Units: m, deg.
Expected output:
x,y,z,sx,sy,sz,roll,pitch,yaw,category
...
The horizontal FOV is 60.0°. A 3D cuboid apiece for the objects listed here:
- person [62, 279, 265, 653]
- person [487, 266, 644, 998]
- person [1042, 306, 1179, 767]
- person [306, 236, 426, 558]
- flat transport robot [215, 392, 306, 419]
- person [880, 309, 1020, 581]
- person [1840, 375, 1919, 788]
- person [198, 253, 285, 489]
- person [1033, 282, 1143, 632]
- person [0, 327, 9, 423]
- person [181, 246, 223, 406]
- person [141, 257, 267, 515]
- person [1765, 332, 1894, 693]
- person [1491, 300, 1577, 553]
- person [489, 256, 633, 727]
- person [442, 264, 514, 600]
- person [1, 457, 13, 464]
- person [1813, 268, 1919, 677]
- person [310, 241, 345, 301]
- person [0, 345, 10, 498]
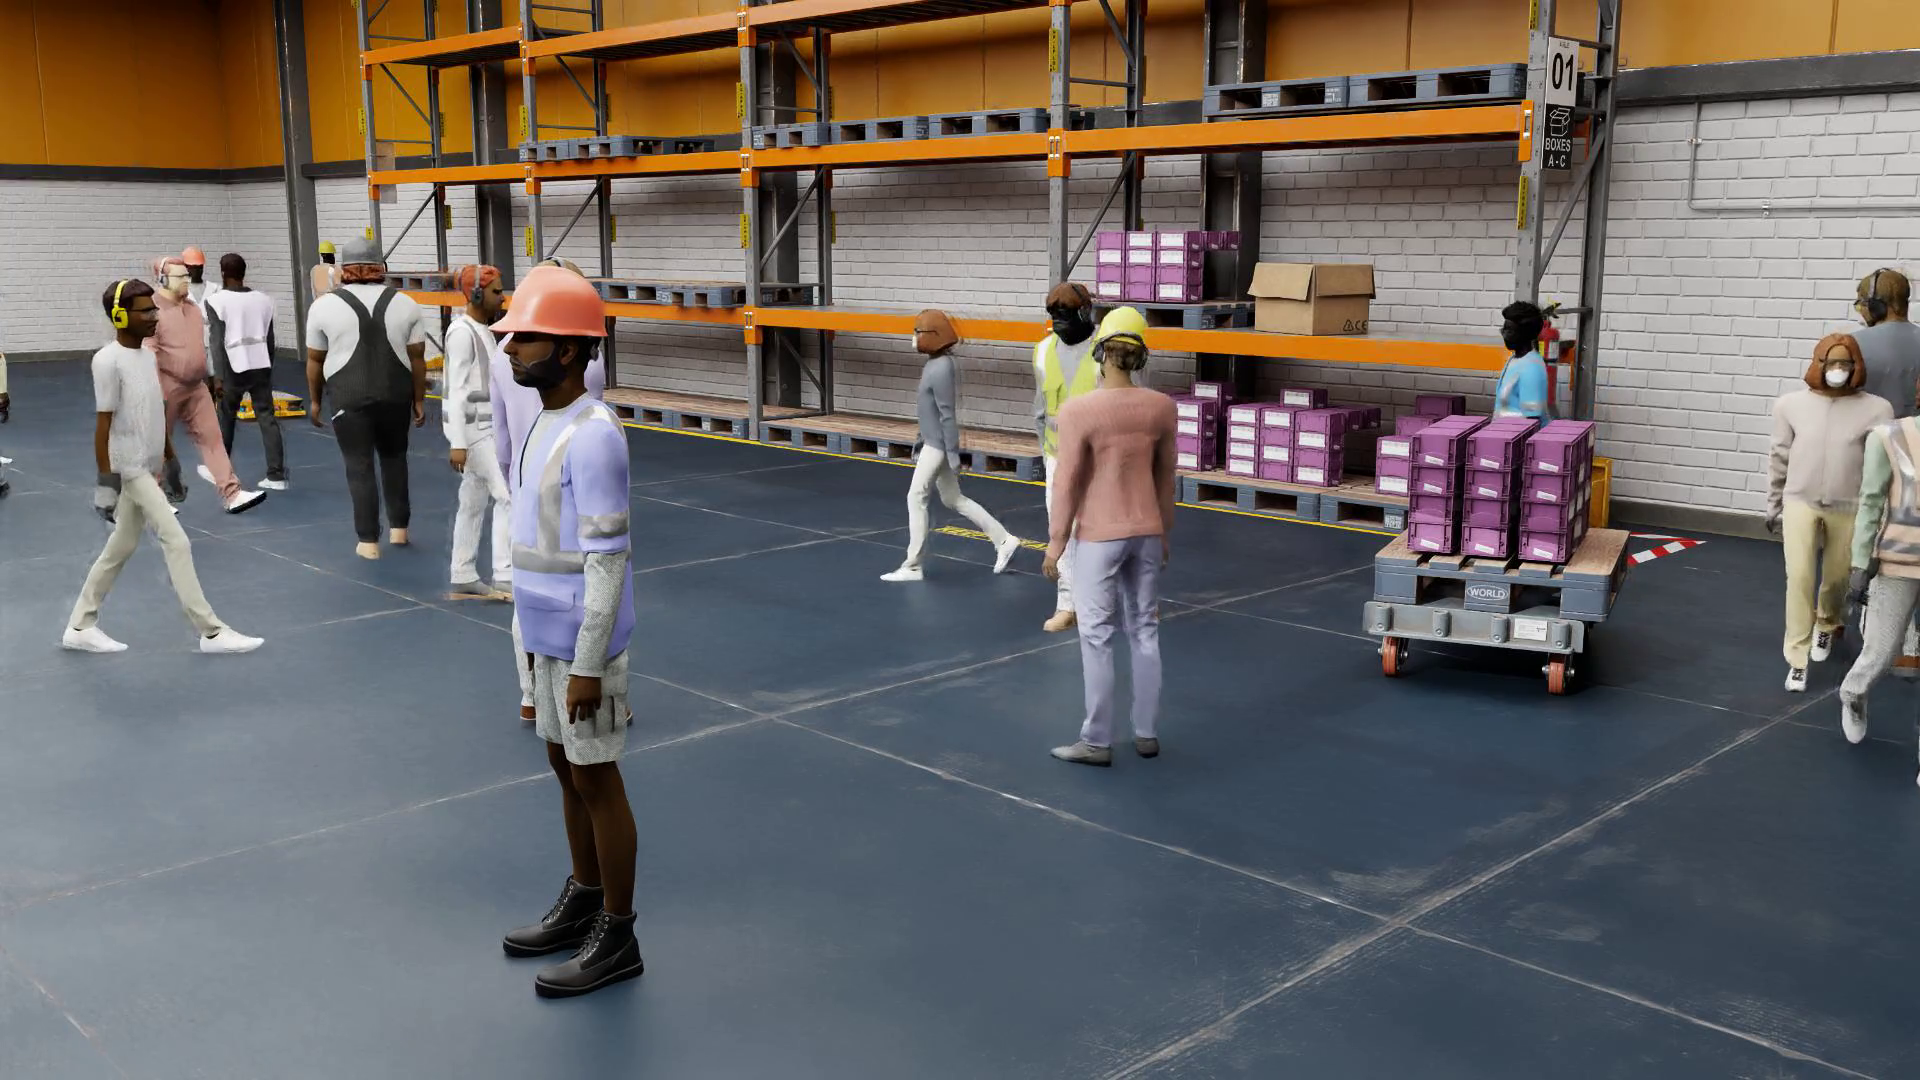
x,y,z,sx,sy,sz,roll,pitch,yaw,category
-3.937,-0.334,7.998,0.962,1.821,0.540,-1,10,-6,person
-1.056,0.247,4.468,0.347,1.943,0.545,-6,12,-29,person
0.579,0.001,6.350,0.576,1.752,0.328,-6,12,-30,person
-3.788,-0.926,10.596,0.702,2.000,0.704,-6,12,-30,person
-7.892,-1.533,18.731,0.652,0.197,1.431,-7,13,-35,flat transport robot
-0.053,-0.550,9.727,0.770,1.606,0.490,0,10,1,person
3.538,0.102,6.138,0.521,1.619,0.686,2,11,12,person
-5.809,-1.349,13.358,0.961,1.867,0.626,7,12,34,person
0.702,-0.436,8.610,0.646,1.802,0.698,6,12,32,person
-10.214,-2.028,17.232,0.605,1.810,0.671,-1,10,-5,person
-7.676,-1.997,16.773,0.550,1.920,0.671,-7,12,-33,person
-5.543,-1.082,11.923,0.992,1.856,0.673,3,11,17,person
3.962,-0.156,7.605,0.513,1.600,0.824,5,12,26,person
3.211,-0.507,9.319,0.651,1.667,0.536,2,11,13,person
-1.630,-0.171,6.757,0.635,1.937,0.354,8,13,37,person
-2.542,-0.572,9.141,0.698,1.859,0.621,-1,10,-5,person
-8.615,-1.565,14.562,0.313,1.863,0.539,0,10,2,person
4.341,-0.340,7.896,0.616,1.878,1.021,-3,11,-14,person
-9.288,-3.431,24.554,0.587,1.930,0.355,4,11,22,person
-7.510,-1.169,12.566,0.624,1.797,0.820,-4,11,-18,person
